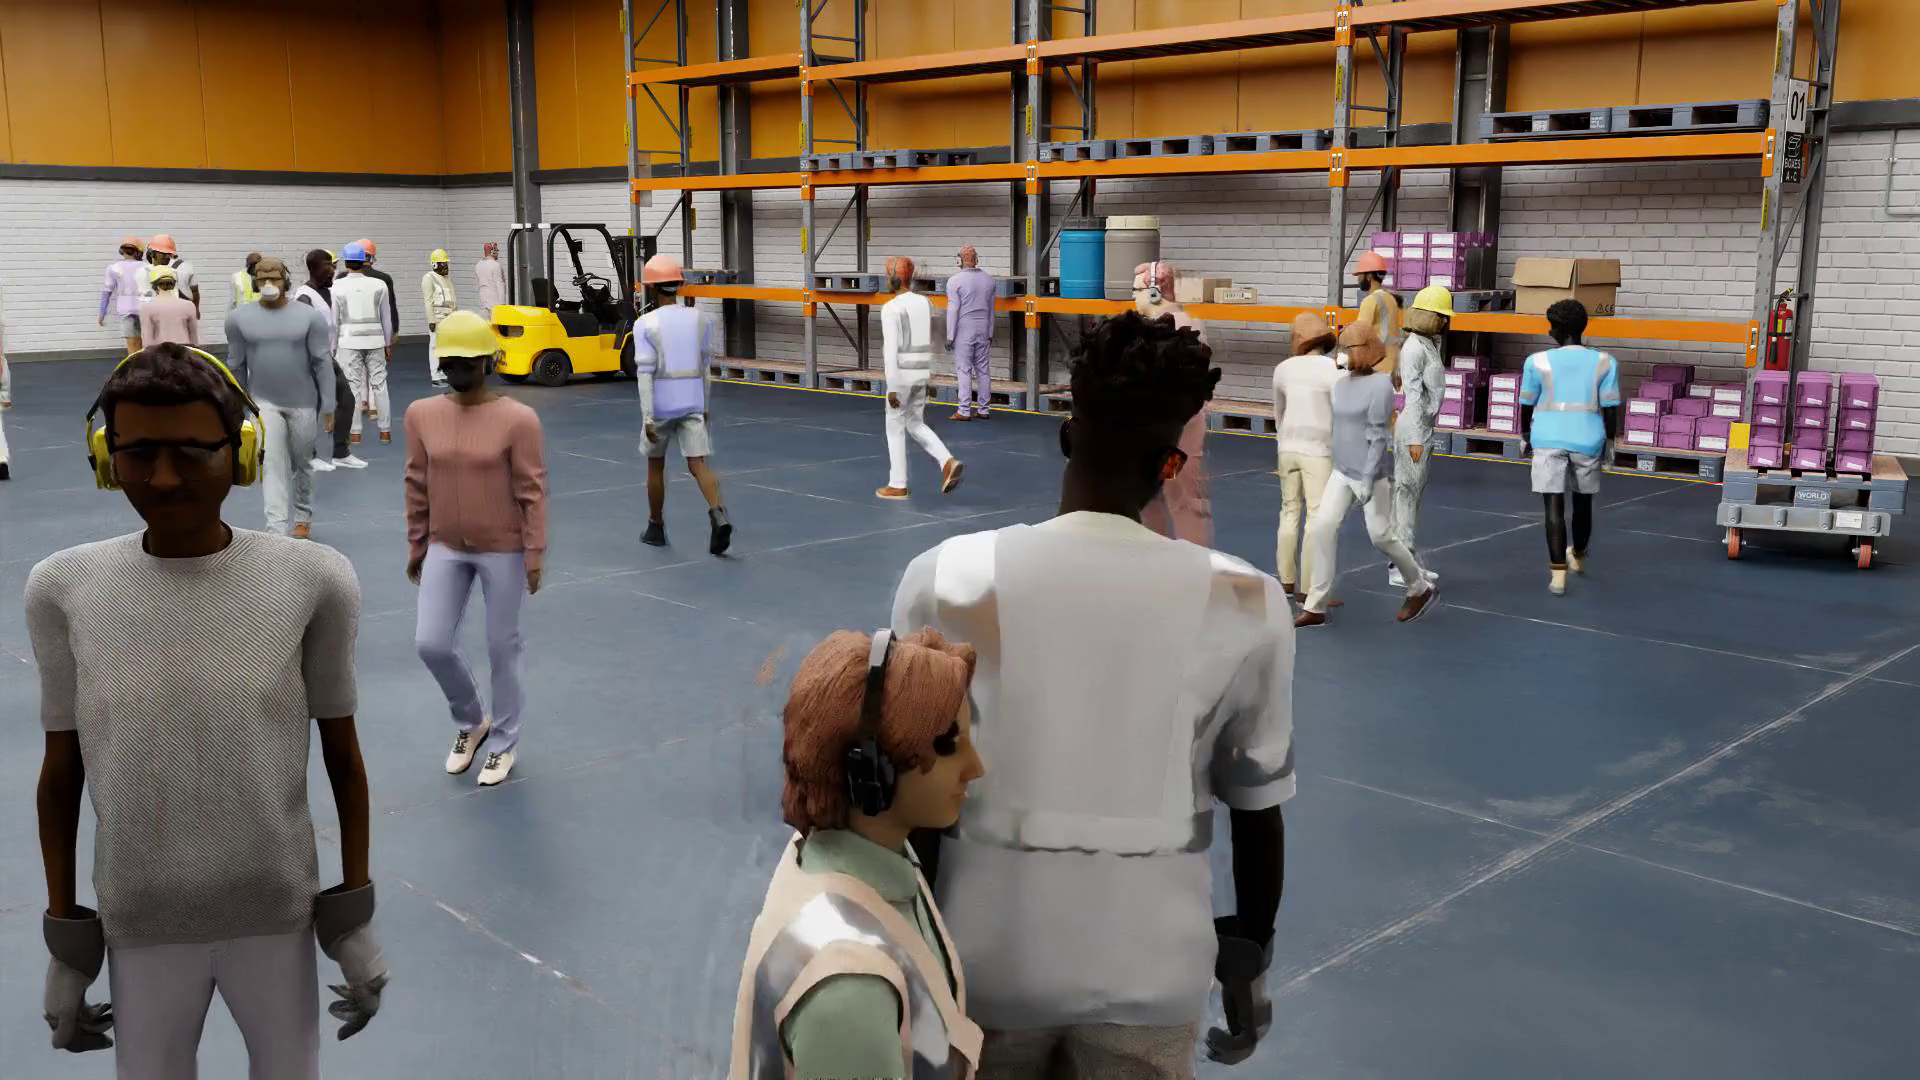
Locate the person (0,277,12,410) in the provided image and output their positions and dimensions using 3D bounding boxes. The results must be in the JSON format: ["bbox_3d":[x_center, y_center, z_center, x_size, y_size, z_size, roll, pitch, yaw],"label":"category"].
[{"bbox_3d":[-11.252,-2.461,19.244,0.372,1.940,0.632,-10,14,-43],"label":"person"}]

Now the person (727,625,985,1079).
[{"bbox_3d":[-0.169,0.878,1.979,0.860,1.594,0.527,0,10,2],"label":"person"}]

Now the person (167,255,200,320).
[{"bbox_3d":[-11.080,-3.282,23.440,0.692,2.000,1.028,-3,11,-18],"label":"person"}]

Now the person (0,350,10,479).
[{"bbox_3d":[-8.204,-1.304,13.849,0.515,1.600,0.830,-10,14,-43],"label":"person"}]

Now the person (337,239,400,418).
[{"bbox_3d":[-6.575,-2.352,18.526,0.662,1.974,0.571,-2,11,-9],"label":"person"}]

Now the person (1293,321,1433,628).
[{"bbox_3d":[2.104,-0.337,8.584,0.823,1.595,0.491,-4,11,-23],"label":"person"}]

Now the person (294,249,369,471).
[{"bbox_3d":[-5.405,-1.524,14.236,0.704,1.892,0.627,0,10,2],"label":"person"}]

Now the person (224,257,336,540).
[{"bbox_3d":[-4.349,-0.864,10.689,0.647,1.885,1.009,-3,11,-17],"label":"person"}]

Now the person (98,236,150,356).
[{"bbox_3d":[-11.151,-3.059,22.321,0.767,1.993,0.897,-8,13,-37],"label":"person"}]

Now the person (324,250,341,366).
[{"bbox_3d":[-8.516,-3.017,22.592,0.403,1.826,0.591,-2,11,-10],"label":"person"}]

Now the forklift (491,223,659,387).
[{"bbox_3d":[-5.316,-3.263,22.920,2.313,2.155,1.214,-10,14,-44],"label":"forklift"}]

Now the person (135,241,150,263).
[{"bbox_3d":[-13.285,-3.877,26.998,0.588,1.927,0.371,-6,12,-30],"label":"person"}]

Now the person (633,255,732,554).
[{"bbox_3d":[-1.788,-0.856,10.604,0.553,1.908,0.893,-7,12,-33],"label":"person"}]

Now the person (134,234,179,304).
[{"bbox_3d":[-8.852,-2.379,18.540,0.400,2.033,0.605,3,11,14],"label":"person"}]

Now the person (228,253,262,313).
[{"bbox_3d":[-9.658,-3.035,22.807,0.652,1.788,0.954,-6,12,-29],"label":"person"}]

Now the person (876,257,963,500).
[{"bbox_3d":[-0.335,-1.212,12.636,0.641,1.862,0.582,8,13,37],"label":"person"}]

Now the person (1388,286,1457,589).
[{"bbox_3d":[2.676,-0.595,9.621,0.311,1.736,0.483,4,11,22],"label":"person"}]

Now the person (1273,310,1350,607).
[{"bbox_3d":[1.935,-0.449,9.147,0.342,1.624,0.553,-8,13,-38],"label":"person"}]

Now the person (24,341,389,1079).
[{"bbox_3d":[-1.181,0.621,2.631,0.511,1.869,0.329,-3,11,-16],"label":"person"}]

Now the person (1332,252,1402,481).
[{"bbox_3d":[3.420,-1.426,13.777,0.986,1.885,0.554,6,12,28],"label":"person"}]

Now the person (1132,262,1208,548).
[{"bbox_3d":[1.102,-0.562,9.071,0.650,1.876,0.653,2,11,10],"label":"person"}]

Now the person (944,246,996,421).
[{"bbox_3d":[0.089,-2.249,18.191,0.642,1.902,0.399,-8,13,-37],"label":"person"}]

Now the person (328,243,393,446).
[{"bbox_3d":[-5.793,-1.885,16.073,0.602,1.949,0.396,-6,12,-30],"label":"person"}]

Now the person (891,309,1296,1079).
[{"bbox_3d":[0.193,0.620,2.513,0.605,1.910,0.767,1,10,4],"label":"person"}]

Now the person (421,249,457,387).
[{"bbox_3d":[-6.943,-2.970,22.304,0.403,1.835,0.588,2,11,13],"label":"person"}]

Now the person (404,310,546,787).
[{"bbox_3d":[-1.776,0.042,6.077,0.553,1.750,0.372,1,10,5],"label":"person"}]

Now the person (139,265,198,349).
[{"bbox_3d":[-7.415,-1.696,15.615,0.530,1.735,0.746,-8,13,-36],"label":"person"}]

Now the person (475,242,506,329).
[{"bbox_3d":[-7.570,-3.871,27.019,0.643,1.909,0.410,8,13,39],"label":"person"}]

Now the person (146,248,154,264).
[{"bbox_3d":[-10.610,-2.937,22.030,0.309,1.868,0.532,-8,13,-36],"label":"person"}]

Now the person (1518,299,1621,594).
[{"bbox_3d":[3.490,-0.557,9.610,0.535,1.648,0.854,1,10,7],"label":"person"}]
